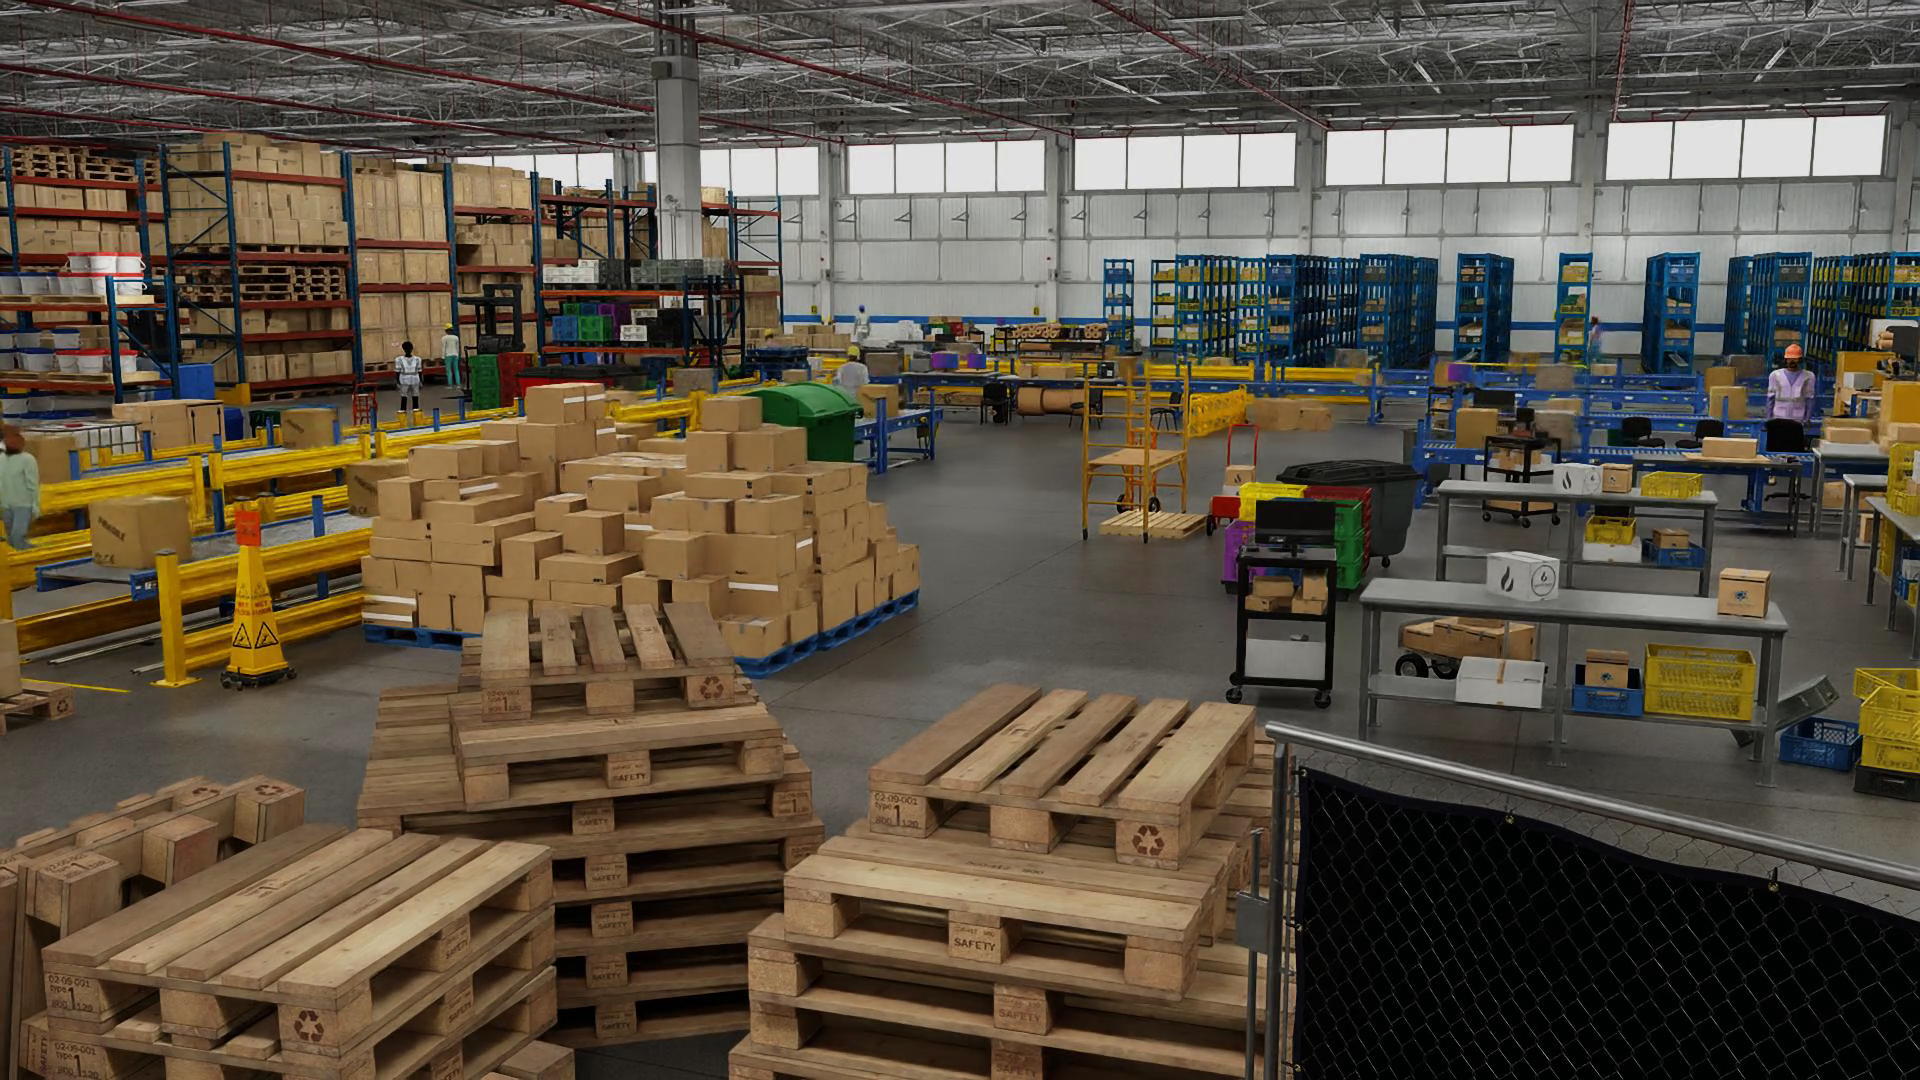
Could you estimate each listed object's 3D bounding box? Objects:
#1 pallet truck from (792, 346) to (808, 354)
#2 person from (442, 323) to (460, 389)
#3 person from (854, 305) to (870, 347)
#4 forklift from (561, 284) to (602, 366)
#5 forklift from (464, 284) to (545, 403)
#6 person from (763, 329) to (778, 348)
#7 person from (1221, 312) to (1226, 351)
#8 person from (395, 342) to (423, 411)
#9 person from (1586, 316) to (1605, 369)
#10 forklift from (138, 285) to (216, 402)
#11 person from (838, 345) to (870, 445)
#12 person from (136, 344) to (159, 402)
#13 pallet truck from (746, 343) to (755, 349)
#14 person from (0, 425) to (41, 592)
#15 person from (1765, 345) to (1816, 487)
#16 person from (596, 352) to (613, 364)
[{"bbox_3d":[-3.705,-4.298,42.022,0.653,1.274,1.630,3,10,20],"label":"pallet truck"},{"bbox_3d":[-13.565,-4.882,44.263,0.339,1.757,0.518,6,11,35],"label":"person"},{"bbox_3d":[-3.642,-7.860,62.428,0.615,1.925,0.665,-5,11,-30],"label":"person"},{"bbox_3d":[-10.666,-6.066,48.180,1.129,2.768,1.873,3,10,20],"label":"forklift"},{"bbox_3d":[-10.832,-4.702,39.610,1.129,2.768,1.873,3,10,20],"label":"forklift"},{"bbox_3d":[-4.552,-4.208,40.040,0.457,1.751,0.546,7,11,36],"label":"person"},{"bbox_3d":[9.292,-7.195,58.533,0.403,1.837,0.591,-5,11,-30],"label":"person"},{"bbox_3d":[-11.162,-3.173,33.716,0.540,1.695,0.317,-5,10,-30],"label":"person"},{"bbox_3d":[19.184,-5.839,50.123,0.925,1.814,0.567,3,10,20],"label":"person"},{"bbox_3d":[-17.480,-4.200,36.461,1.873,2.768,1.129,3,10,19],"label":"forklift"},{"bbox_3d":[-1.884,-2.538,29.395,0.594,1.805,0.777,5,10,29],"label":"person"},{"bbox_3d":[-16.657,-3.197,34.064,0.285,1.632,0.499,5,10,26],"label":"person"},{"bbox_3d":[-6.183,-4.618,44.264,1.601,1.201,0.680,-9,12,-43],"label":"pallet truck"},{"bbox_3d":[-9.069,-0.325,16.104,0.504,1.615,0.611,3,9,17],"label":"person"},{"bbox_3d":[11.915,-1.782,23.901,0.613,2.043,0.374,4,10,25],"label":"person"},{"bbox_3d":[-7.990,-3.907,37.570,0.358,1.938,0.548,3,9,18],"label":"person"}]
